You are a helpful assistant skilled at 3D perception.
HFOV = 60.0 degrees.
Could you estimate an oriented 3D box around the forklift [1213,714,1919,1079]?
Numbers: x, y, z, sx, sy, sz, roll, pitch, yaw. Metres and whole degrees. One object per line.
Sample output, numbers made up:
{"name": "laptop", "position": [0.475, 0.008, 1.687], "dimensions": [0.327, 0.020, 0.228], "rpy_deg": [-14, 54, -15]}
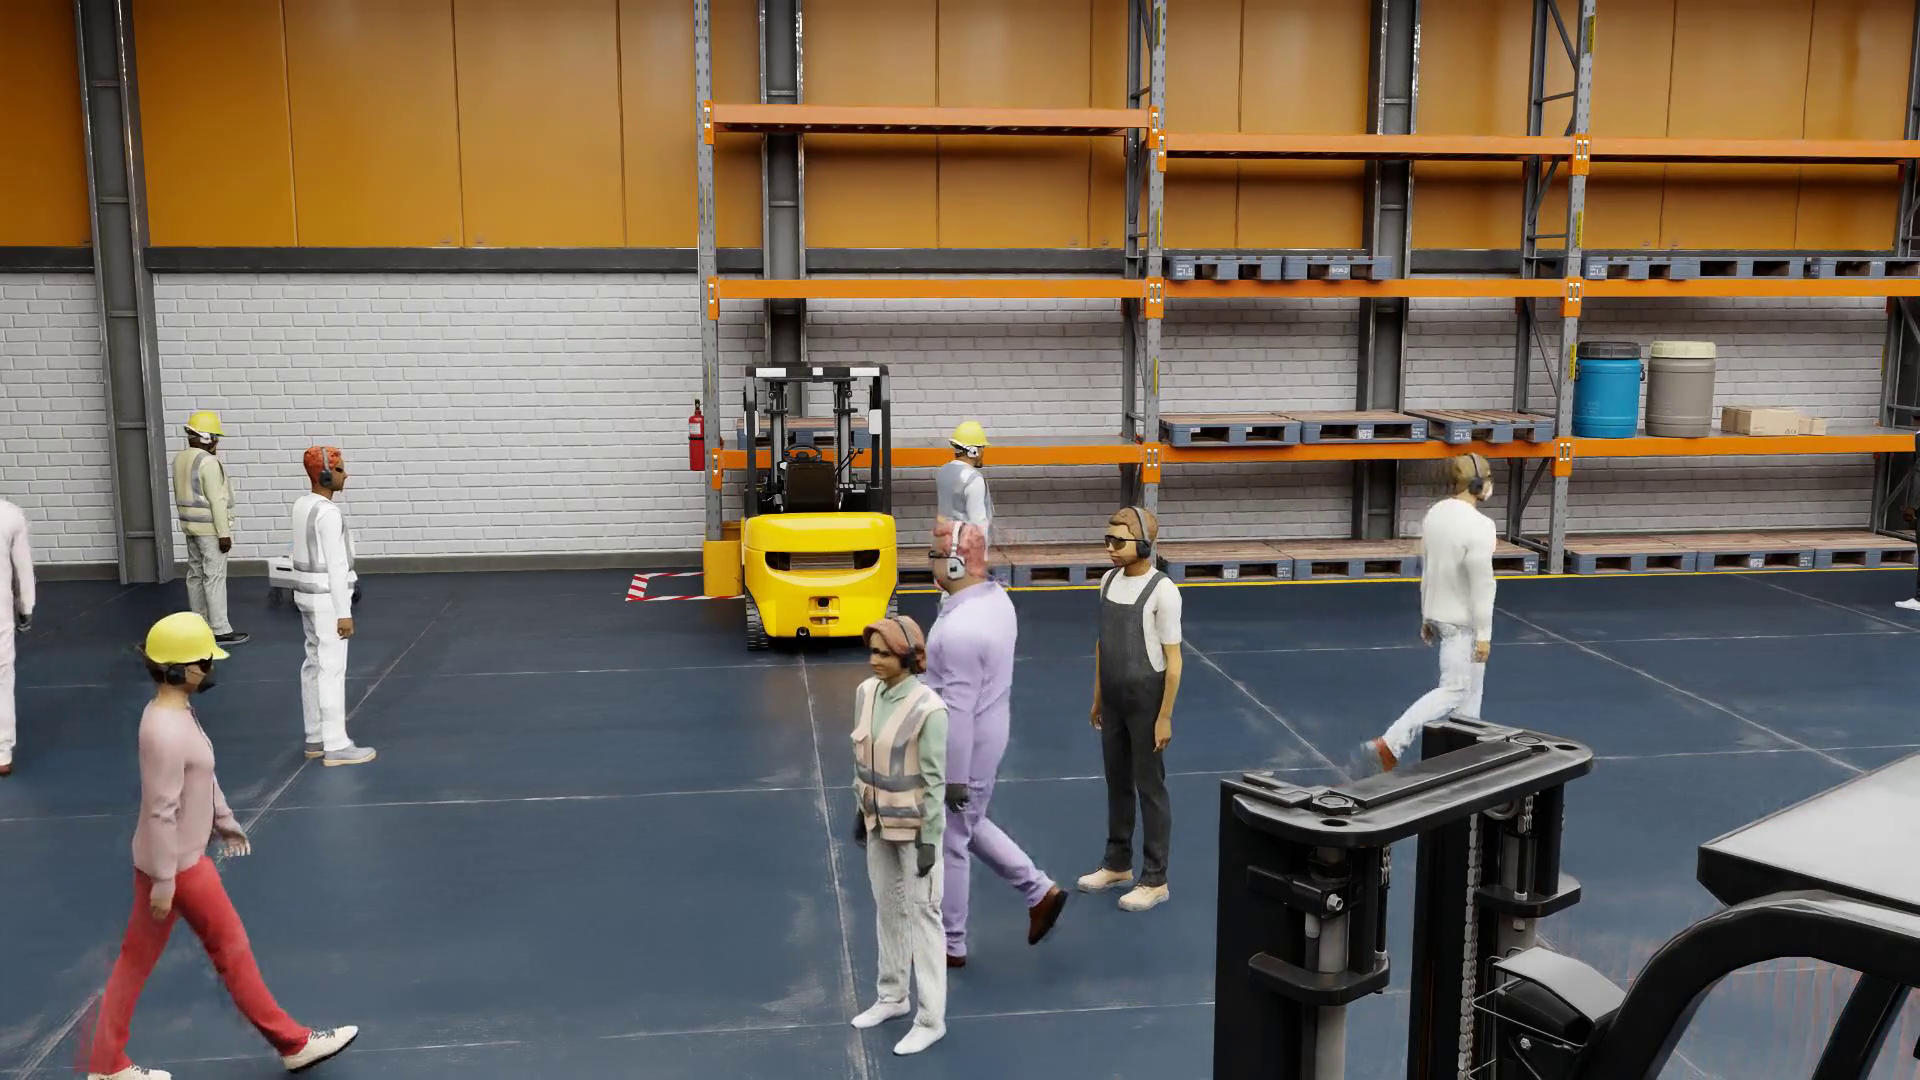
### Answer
{"name": "forklift", "position": [1.441, 1.425, 2.350], "dimensions": [1.214, 2.155, 2.313], "rpy_deg": [-7, 12, -39]}

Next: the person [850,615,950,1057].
{"name": "person", "position": [-0.219, 1.083, 6.230], "dimensions": [0.313, 1.635, 0.517], "rpy_deg": [-7, 12, -39]}

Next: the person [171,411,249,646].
{"name": "person", "position": [-5.857, -0.089, 12.960], "dimensions": [0.589, 1.822, 0.403], "rpy_deg": [7, 11, 37]}

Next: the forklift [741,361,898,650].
{"name": "forklift", "position": [-1.154, -0.340, 13.365], "dimensions": [1.214, 2.155, 2.313], "rpy_deg": [-1, 9, -7]}

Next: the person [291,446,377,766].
{"name": "person", "position": [-3.735, 0.384, 9.818], "dimensions": [0.352, 1.881, 0.576], "rpy_deg": [-8, 12, -40]}

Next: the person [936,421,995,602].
{"name": "person", "position": [0.052, 0.051, 12.077], "dimensions": [0.403, 1.824, 0.589], "rpy_deg": [-5, 10, -26]}

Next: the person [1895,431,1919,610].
{"name": "person", "position": [8.361, -0.340, 14.237], "dimensions": [0.589, 1.916, 0.392], "rpy_deg": [-4, 10, -22]}

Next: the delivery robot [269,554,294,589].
{"name": "delivery robot", "position": [-5.630, 0.266, 14.394], "dimensions": [0.707, 0.478, 0.477], "rpy_deg": [4, 10, 25]}

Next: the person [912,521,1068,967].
{"name": "person", "position": [0.075, 0.855, 6.847], "dimensions": [0.611, 1.892, 0.655], "rpy_deg": [3, 10, 17]}

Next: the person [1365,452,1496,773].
{"name": "person", "position": [2.714, 0.456, 9.314], "dimensions": [0.903, 1.910, 0.635], "rpy_deg": [-2, 9, -11]}

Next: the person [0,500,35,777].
{"name": "person", "position": [-5.781, 0.408, 9.713], "dimensions": [0.676, 1.862, 0.928], "rpy_deg": [-7, 11, -37]}

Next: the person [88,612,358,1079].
{"name": "person", "position": [-2.676, 1.099, 5.875], "dimensions": [0.921, 1.716, 0.537], "rpy_deg": [-5, 10, -27]}

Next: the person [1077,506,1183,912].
{"name": "person", "position": [0.783, 0.758, 7.599], "dimensions": [0.333, 1.844, 0.514], "rpy_deg": [-6, 11, -35]}
